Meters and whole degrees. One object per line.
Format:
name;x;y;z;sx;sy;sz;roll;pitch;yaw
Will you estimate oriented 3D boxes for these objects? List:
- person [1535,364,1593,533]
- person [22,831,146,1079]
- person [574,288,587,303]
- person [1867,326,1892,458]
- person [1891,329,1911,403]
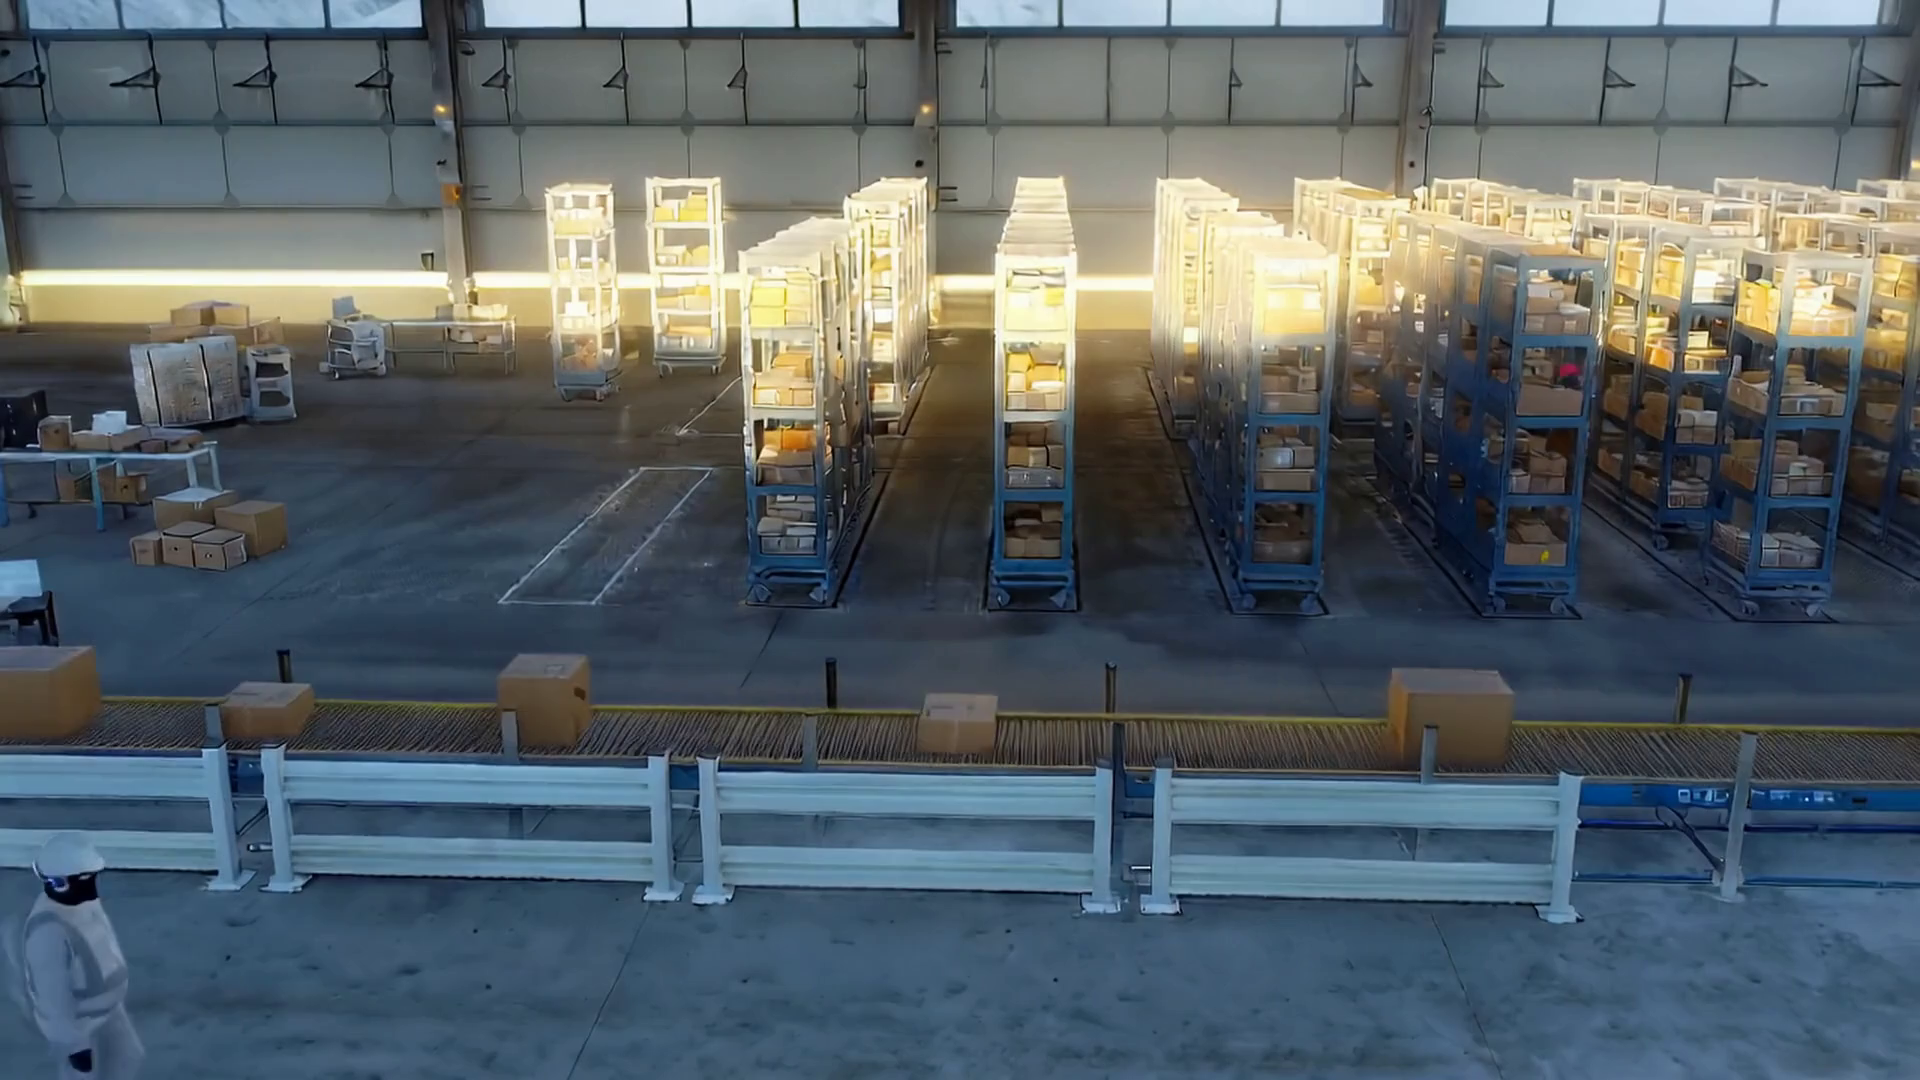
person;7.193;-1.105;19.867;0.621;1.999;1.025;1;15;2
person;-4.132;2.220;7.848;0.413;1.821;0.591;-2;15;-9
person;-7.499;-4.618;33.434;0.851;1.704;0.555;-3;15;-12
person;12.706;-2.022;23.261;0.372;1.997;0.620;-5;16;-18
person;13.641;-2.160;24.091;0.453;1.827;0.591;1;15;2
